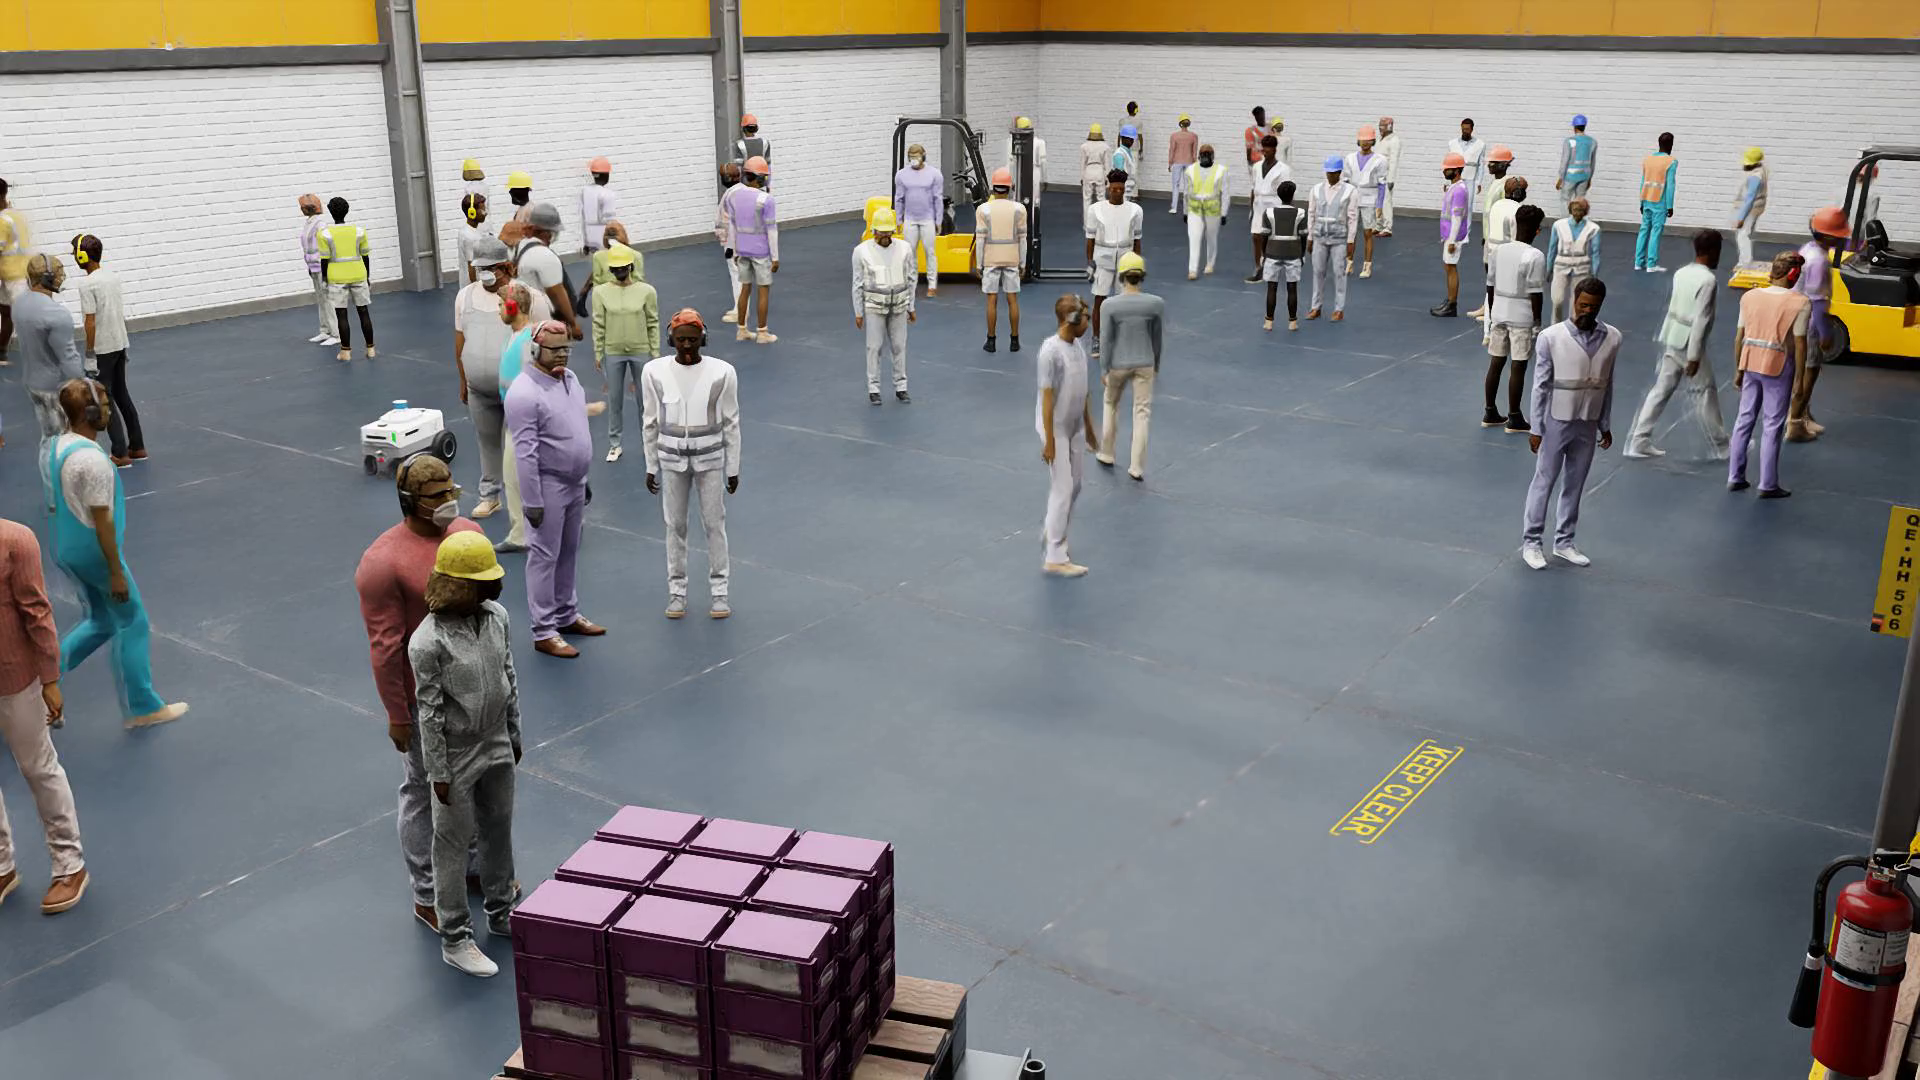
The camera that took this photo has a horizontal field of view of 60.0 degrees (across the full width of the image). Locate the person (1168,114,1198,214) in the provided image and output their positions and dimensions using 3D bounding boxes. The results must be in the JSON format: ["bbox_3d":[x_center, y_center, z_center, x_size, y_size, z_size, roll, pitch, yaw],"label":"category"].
[{"bbox_3d":[3.982,-6.728,29.766,0.532,1.756,0.344,-3,18,-9],"label":"person"}]

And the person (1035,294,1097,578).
[{"bbox_3d":[0.676,-0.700,10.850,0.575,1.803,0.592,11,21,31],"label":"person"}]

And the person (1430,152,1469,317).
[{"bbox_3d":[5.826,-3.626,19.785,0.387,1.929,0.546,3,18,10],"label":"person"}]

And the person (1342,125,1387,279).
[{"bbox_3d":[5.444,-4.575,22.564,0.615,2.042,0.375,12,21,33],"label":"person"}]

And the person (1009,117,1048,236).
[{"bbox_3d":[1.085,-5.769,26.519,0.630,1.903,0.509,2,18,7],"label":"person"}]

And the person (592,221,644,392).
[{"bbox_3d":[-3.245,-2.217,15.860,0.508,1.629,0.298,2,18,5],"label":"person"}]

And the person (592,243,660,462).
[{"bbox_3d":[-2.680,-1.502,13.398,0.534,1.767,0.314,-3,18,-8],"label":"person"}]

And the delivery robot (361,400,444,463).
[{"bbox_3d":[-4.429,-0.867,13.219,0.477,0.478,0.707,5,19,16],"label":"delivery robot"}]

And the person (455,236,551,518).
[{"bbox_3d":[-3.267,-1.140,11.824,0.688,2.000,0.539,2,18,6],"label":"person"}]

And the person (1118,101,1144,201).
[{"bbox_3d":[3.247,-7.402,31.689,0.535,1.868,0.309,8,19,23],"label":"person"}]

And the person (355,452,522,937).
[{"bbox_3d":[-2.037,0.594,6.565,0.373,1.940,0.627,8,19,23],"label":"person"}]

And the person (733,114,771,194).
[{"bbox_3d":[-3.128,-5.357,25.006,0.608,2.045,0.391,-10,20,-28],"label":"person"}]

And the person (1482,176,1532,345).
[{"bbox_3d":[5.898,-2.973,17.879,0.429,1.844,0.626,-5,18,-14],"label":"person"}]

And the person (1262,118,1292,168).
[{"bbox_3d":[5.421,-6.346,28.562,0.523,1.761,0.326,-2,18,-6],"label":"person"}]

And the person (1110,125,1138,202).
[{"bbox_3d":[2.387,-5.056,24.233,0.409,1.940,0.606,5,19,16],"label":"person"}]

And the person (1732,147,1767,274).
[{"bbox_3d":[10.703,-4.443,22.601,0.406,1.780,0.658,10,20,28],"label":"person"}]

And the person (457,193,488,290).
[{"bbox_3d":[-4.668,-2.407,16.083,0.324,1.861,0.510,-6,19,-18],"label":"person"}]

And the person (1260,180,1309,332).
[{"bbox_3d":[3.663,-3.210,18.849,0.539,1.698,0.318,3,18,8],"label":"person"}]

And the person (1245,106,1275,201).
[{"bbox_3d":[5.381,-6.705,29.428,0.808,1.919,0.393,-9,20,-26],"label":"person"}]

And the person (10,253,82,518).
[{"bbox_3d":[-6.385,-1.057,11.755,0.639,1.925,0.373,12,21,33],"label":"person"}]

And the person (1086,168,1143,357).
[{"bbox_3d":[1.614,-2.903,17.457,0.603,1.967,0.368,-2,18,-5],"label":"person"}]

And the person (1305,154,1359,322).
[{"bbox_3d":[4.327,-3.519,19.432,0.612,1.939,0.416,12,21,32],"label":"person"}]

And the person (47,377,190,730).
[{"bbox_3d":[-4.384,0.111,8.279,0.678,1.818,0.546,-16,24,-41],"label":"person"}]

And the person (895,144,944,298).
[{"bbox_3d":[-0.518,-4.043,21.092,0.637,1.929,0.366,4,18,12],"label":"person"}]

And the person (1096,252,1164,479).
[{"bbox_3d":[1.321,-1.387,13.076,0.531,1.739,0.760,-1,18,-5],"label":"person"}]

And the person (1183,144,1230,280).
[{"bbox_3d":[3.352,-4.483,22.682,0.641,1.798,0.950,5,18,16],"label":"person"}]

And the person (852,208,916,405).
[{"bbox_3d":[-0.694,-2.153,15.352,0.603,1.820,0.403,-7,19,-20],"label":"person"}]

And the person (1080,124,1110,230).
[{"bbox_3d":[2.220,-6.007,27.550,0.485,1.733,0.332,0,18,1],"label":"person"}]

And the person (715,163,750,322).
[{"bbox_3d":[-2.647,-3.480,19.474,0.430,1.838,0.619,1,18,3],"label":"person"}]

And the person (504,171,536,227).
[{"bbox_3d":[-4.566,-2.922,17.580,0.366,1.927,0.585,-7,19,-22],"label":"person"}]

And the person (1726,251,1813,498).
[{"bbox_3d":[6.030,-1.227,12.427,0.391,1.836,0.563,-10,20,-29],"label":"person"}]

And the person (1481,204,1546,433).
[{"bbox_3d":[4.798,-1.907,14.353,0.377,1.959,0.603,-9,20,-27],"label":"person"}]

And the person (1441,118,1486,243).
[{"bbox_3d":[7.878,-5.616,26.020,0.590,1.918,0.386,9,20,26],"label":"person"}]

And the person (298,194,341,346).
[{"bbox_3d":[-6.969,-2.941,18.109,0.313,1.638,0.513,-13,22,-35],"label":"person"}]

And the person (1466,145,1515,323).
[{"bbox_3d":[6.211,-3.551,19.357,0.385,2.045,0.605,0,18,1],"label":"person"}]

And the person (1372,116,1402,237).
[{"bbox_3d":[6.803,-5.836,26.752,0.403,1.899,0.642,-4,18,-11],"label":"person"}]

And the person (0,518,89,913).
[{"bbox_3d":[-3.899,0.560,6.610,0.624,1.980,0.410,-2,18,-6],"label":"person"}]

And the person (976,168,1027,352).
[{"bbox_3d":[0.434,-2.974,17.725,0.549,1.936,0.376,-1,18,-5],"label":"person"}]

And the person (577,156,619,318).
[{"bbox_3d":[-4.205,-3.473,19.320,0.556,1.922,0.576,14,23,37],"label":"person"}]

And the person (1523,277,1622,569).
[{"bbox_3d":[3.976,-0.766,10.854,0.594,1.915,0.373,-4,18,-14],"label":"person"}]

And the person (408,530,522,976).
[{"bbox_3d":[-1.810,0.796,6.265,0.320,1.737,0.483,9,20,25],"label":"person"}]

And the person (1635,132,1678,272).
[{"bbox_3d":[9.701,-4.706,23.193,0.397,1.911,0.587,-7,19,-20],"label":"person"}]

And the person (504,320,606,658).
[{"bbox_3d":[-2.269,-0.301,9.422,0.399,1.905,0.642,5,18,14],"label":"person"}]

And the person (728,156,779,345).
[{"bbox_3d":[-2.214,-3.141,18.108,0.614,2.029,0.409,11,21,30],"label":"person"}]

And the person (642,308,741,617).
[{"bbox_3d":[-1.594,-0.450,9.930,0.575,1.880,0.360,0,18,-1],"label":"person"}]

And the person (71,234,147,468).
[{"bbox_3d":[-6.813,-1.501,13.262,0.333,1.854,0.524,1,18,3],"label":"person"}]

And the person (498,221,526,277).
[{"bbox_3d":[-4.213,-2.220,15.859,0.265,1.632,0.508,-8,19,-22],"label":"person"}]

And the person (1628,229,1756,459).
[{"bbox_3d":[5.973,-1.552,13.441,1.002,1.838,0.602,0,18,-1],"label":"person"}]

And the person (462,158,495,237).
[{"bbox_3d":[-6.145,-3.998,21.274,0.384,1.729,0.494,4,18,13],"label":"person"}]

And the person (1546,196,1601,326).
[{"bbox_3d":[6.567,-2.857,17.837,0.536,1.628,0.416,5,18,14],"label":"person"}]

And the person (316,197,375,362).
[{"bbox_3d":[-6.362,-2.698,17.250,0.539,1.695,0.318,-13,22,-35],"label":"person"}]

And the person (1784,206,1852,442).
[{"bbox_3d":[7.203,-1.825,14.041,0.435,2.000,0.714,7,19,20],"label":"person"}]

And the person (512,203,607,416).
[{"bbox_3d":[-3.508,-1.930,14.294,0.991,2.000,0.694,-9,20,-26],"label":"person"}]

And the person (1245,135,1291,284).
[{"bbox_3d":[4.090,-4.397,22.153,0.537,1.953,0.638,-16,24,-41],"label":"person"}]

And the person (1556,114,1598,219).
[{"bbox_3d":[9.828,-5.798,26.550,0.624,1.946,0.403,-4,18,-13],"label":"person"}]

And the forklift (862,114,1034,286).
[{"bbox_3d":[-0.171,-4.594,22.377,2.313,2.155,1.214,1,18,3],"label":"forklift"}]

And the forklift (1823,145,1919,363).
[{"bbox_3d":[9.803,-2.879,17.013,2.313,2.155,1.214,12,21,33],"label":"forklift"}]

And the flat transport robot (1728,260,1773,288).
[{"bbox_3d":[10.732,-3.562,22.260,0.652,0.197,1.431,10,20,29],"label":"flat transport robot"}]

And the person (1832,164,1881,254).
[{"bbox_3d":[11.116,-3.842,20.794,0.631,1.722,0.581,-13,22,-36],"label":"person"}]
